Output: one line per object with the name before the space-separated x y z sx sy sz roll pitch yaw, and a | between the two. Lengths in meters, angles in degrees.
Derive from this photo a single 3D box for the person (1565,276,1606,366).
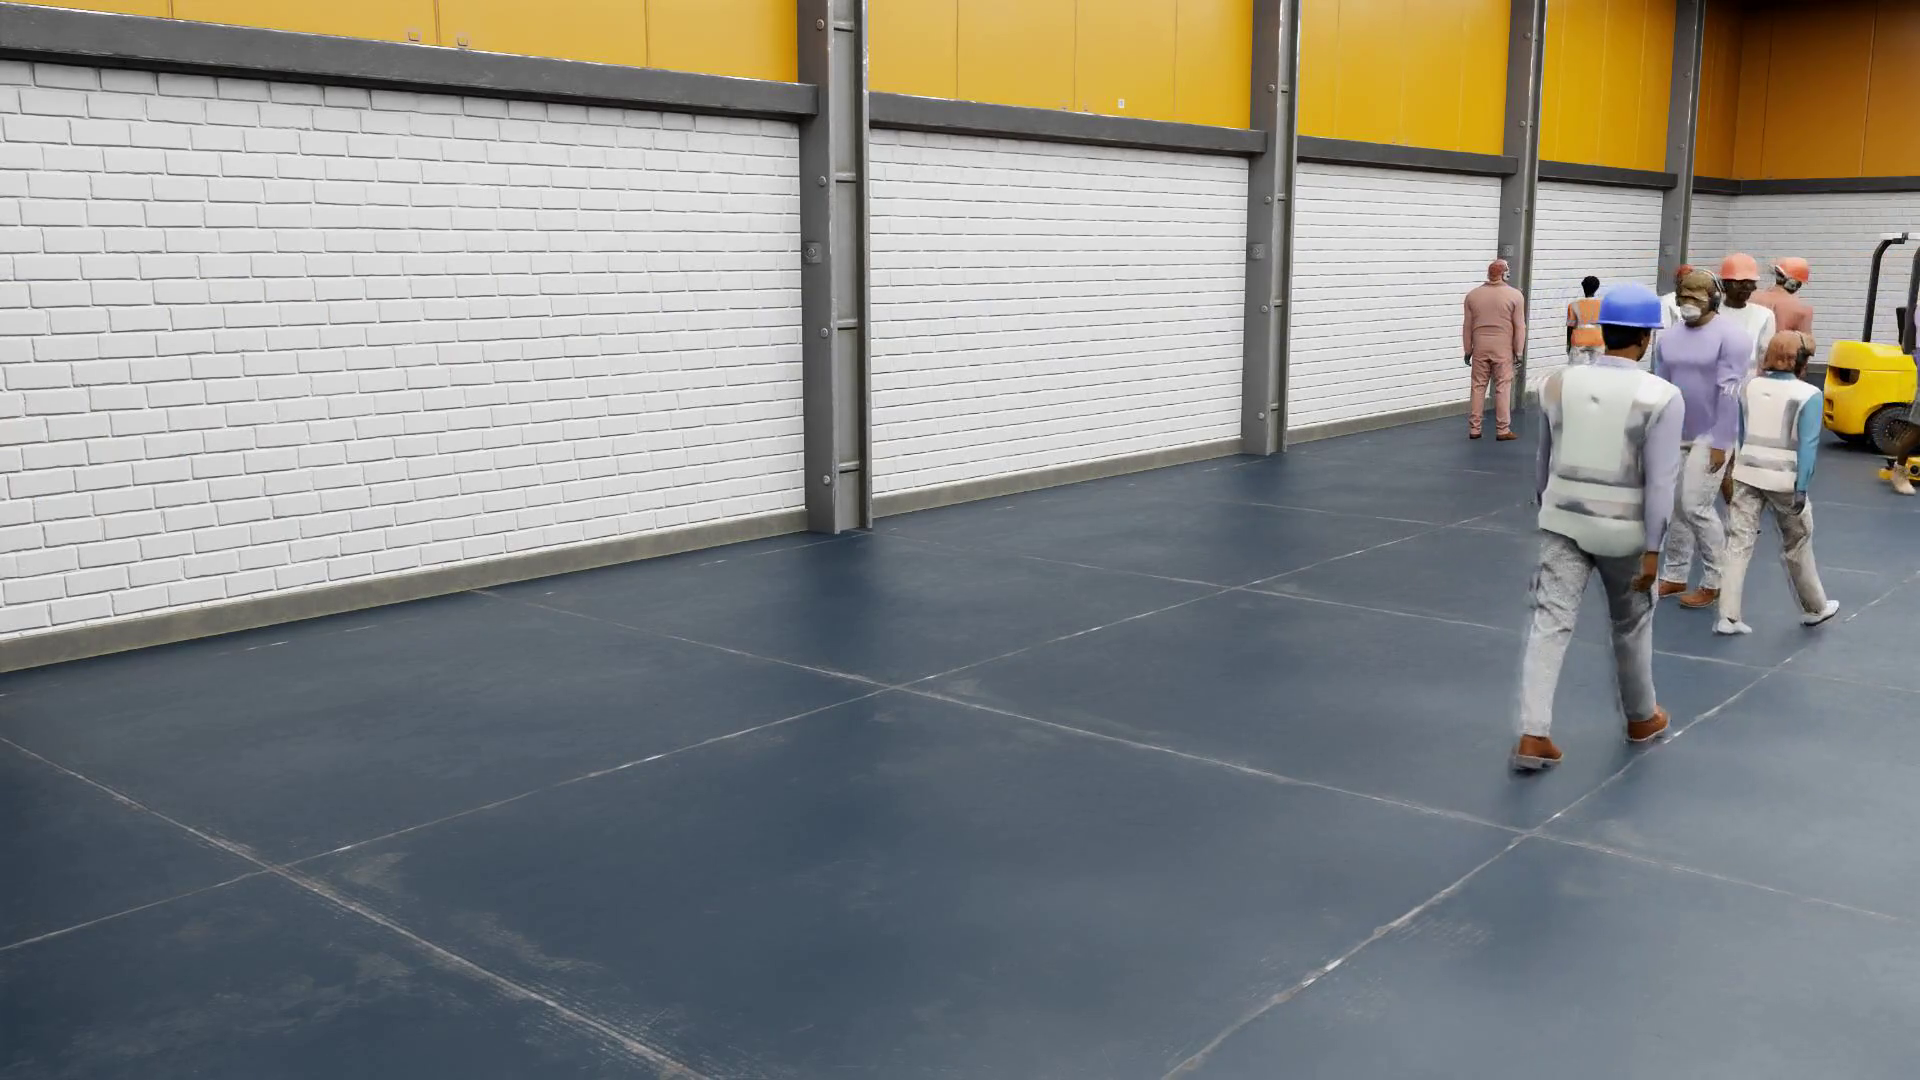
person | 7.743 -2.410 20.533 0.530 1.689 0.321 3 10 16

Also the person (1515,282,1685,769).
person | 2.519 -0.055 6.541 0.612 1.898 1.000 10 14 44

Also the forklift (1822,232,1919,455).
forklift | 9.955 -1.972 16.595 2.313 2.155 1.214 1 10 8

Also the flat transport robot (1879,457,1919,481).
flat transport robot | 8.602 -0.547 13.953 0.652 0.197 1.431 -5 11 -27

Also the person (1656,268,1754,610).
person | 4.137 -0.560 9.352 0.404 1.920 0.638 -4 11 -21

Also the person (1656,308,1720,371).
person | 4.875 -0.758 11.166 0.533 1.682 0.530 0 10 0

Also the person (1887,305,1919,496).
person | 7.829 -1.272 13.246 0.598 1.998 1.075 0 10 3

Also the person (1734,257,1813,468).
person | 6.855 -1.438 14.284 0.778 1.953 0.424 8 13 37

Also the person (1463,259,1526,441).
person | 5.660 -2.007 17.616 0.652 1.906 0.402 7 12 35

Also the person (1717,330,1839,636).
person | 4.330 -0.295 8.755 0.845 1.596 0.522 -6 11 -30

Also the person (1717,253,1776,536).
person | 5.522 -1.041 11.888 0.630 1.988 1.039 -1 10 -4

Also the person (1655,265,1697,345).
person | 7.719 -1.997 17.755 0.614 1.832 0.984 -2 10 -12
